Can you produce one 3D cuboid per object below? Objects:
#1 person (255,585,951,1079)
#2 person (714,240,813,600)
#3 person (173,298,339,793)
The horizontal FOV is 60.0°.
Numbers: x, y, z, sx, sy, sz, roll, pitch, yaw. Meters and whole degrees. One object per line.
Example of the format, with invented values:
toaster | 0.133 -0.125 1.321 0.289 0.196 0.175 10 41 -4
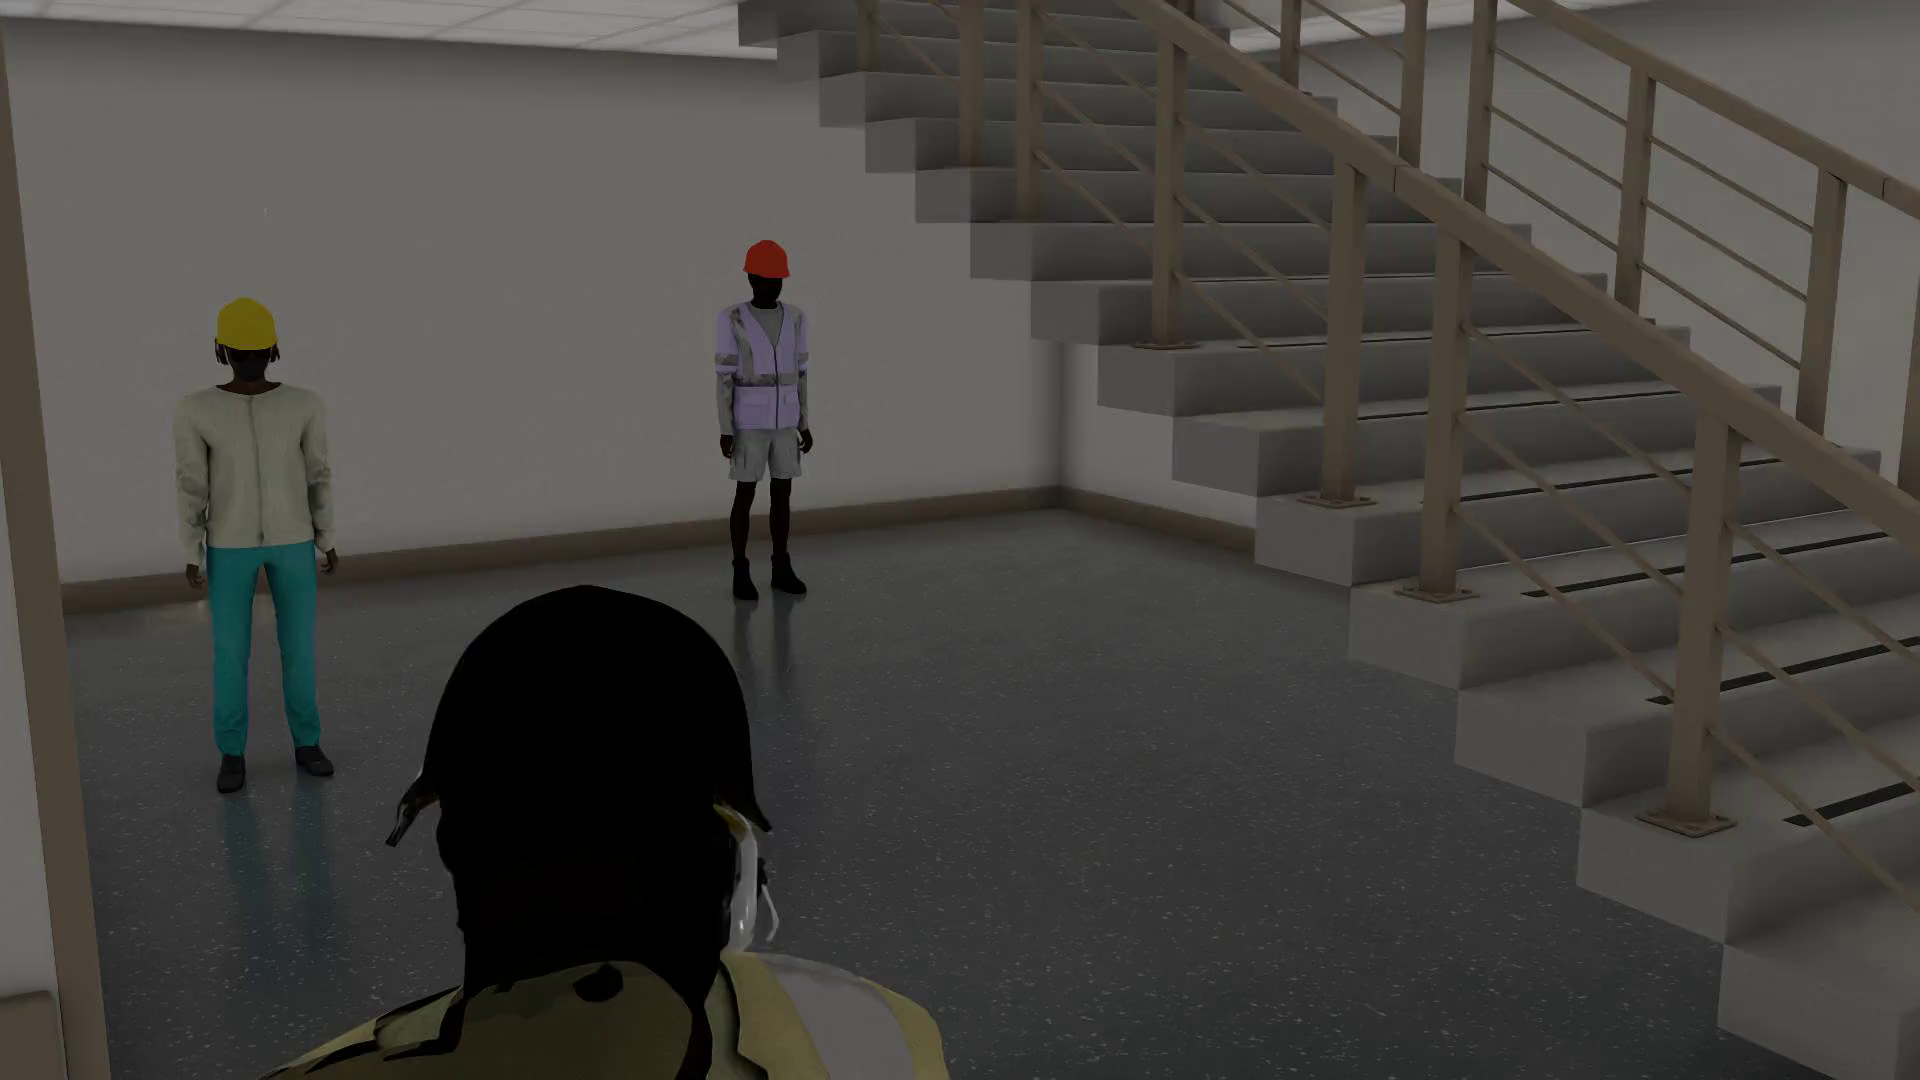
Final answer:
person | -0.233 0.910 1.123 0.600 1.827 0.404 -7 13 -31
person | -1.040 -0.643 9.002 0.551 1.932 0.378 -7 13 -31
person | -2.506 0.019 5.971 0.533 1.765 0.331 -7 13 -31
